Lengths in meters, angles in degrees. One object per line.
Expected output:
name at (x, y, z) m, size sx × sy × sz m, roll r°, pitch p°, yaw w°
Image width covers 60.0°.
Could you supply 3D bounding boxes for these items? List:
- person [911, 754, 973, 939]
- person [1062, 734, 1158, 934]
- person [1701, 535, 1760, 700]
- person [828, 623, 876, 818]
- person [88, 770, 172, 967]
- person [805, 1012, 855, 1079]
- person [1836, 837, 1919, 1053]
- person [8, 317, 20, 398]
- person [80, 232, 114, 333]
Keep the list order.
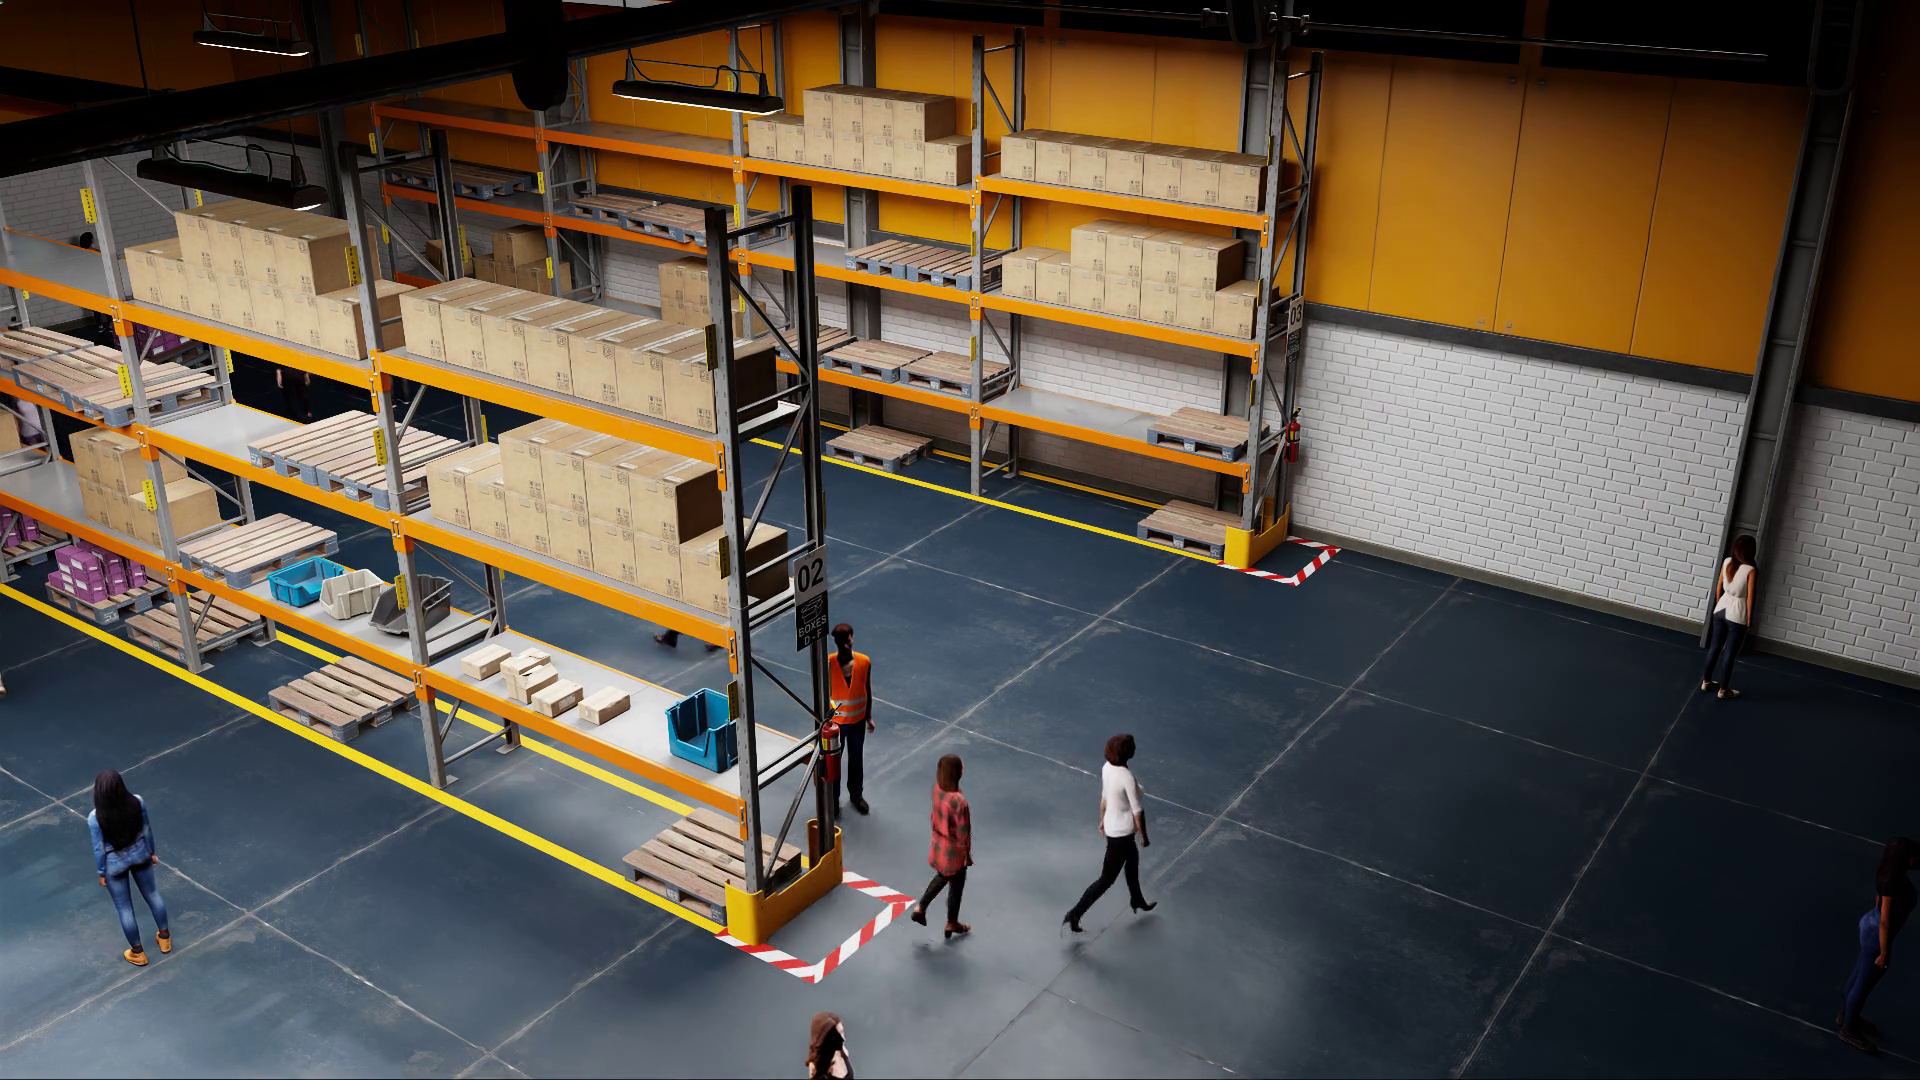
person at (-0.147, 2.486, 13.299) m, size 0.840 × 1.695 × 0.801 m, roll -12°, pitch 27°, yaw -26°
person at (1.203, 2.412, 13.393) m, size 1.077 × 1.755 × 1.151 m, roll -9°, pitch 25°, yaw -19°
person at (7.925, 0.776, 17.099) m, size 0.735 × 1.784 × 0.621 m, roll -11°, pitch 26°, yaw -23°
person at (-1.045, 1.601, 15.082) m, size 0.794 × 1.889 × 0.836 m, roll -7°, pitch 24°, yaw -15°
person at (-6.555, 2.560, 13.107) m, size 0.531 × 1.713 × 0.621 m, roll 18°, pitch 30°, yaw 36°
person at (-0.831, 3.693, 10.474) m, size 0.601 × 1.747 × 0.632 m, roll 8°, pitch 25°, yaw 18°
person at (6.744, 2.930, 12.228) m, size 0.560 × 1.740 × 0.579 m, roll 12°, pitch 26°, yaw 25°
person at (-13.514, -2.335, 24.139) m, size 0.969 × 1.847 × 0.876 m, roll 9°, pitch 25°, yaw 19°
person at (-15.199, -4.548, 29.297) m, size 0.636 × 1.770 × 0.747 m, roll 2°, pitch 24°, yaw 4°
